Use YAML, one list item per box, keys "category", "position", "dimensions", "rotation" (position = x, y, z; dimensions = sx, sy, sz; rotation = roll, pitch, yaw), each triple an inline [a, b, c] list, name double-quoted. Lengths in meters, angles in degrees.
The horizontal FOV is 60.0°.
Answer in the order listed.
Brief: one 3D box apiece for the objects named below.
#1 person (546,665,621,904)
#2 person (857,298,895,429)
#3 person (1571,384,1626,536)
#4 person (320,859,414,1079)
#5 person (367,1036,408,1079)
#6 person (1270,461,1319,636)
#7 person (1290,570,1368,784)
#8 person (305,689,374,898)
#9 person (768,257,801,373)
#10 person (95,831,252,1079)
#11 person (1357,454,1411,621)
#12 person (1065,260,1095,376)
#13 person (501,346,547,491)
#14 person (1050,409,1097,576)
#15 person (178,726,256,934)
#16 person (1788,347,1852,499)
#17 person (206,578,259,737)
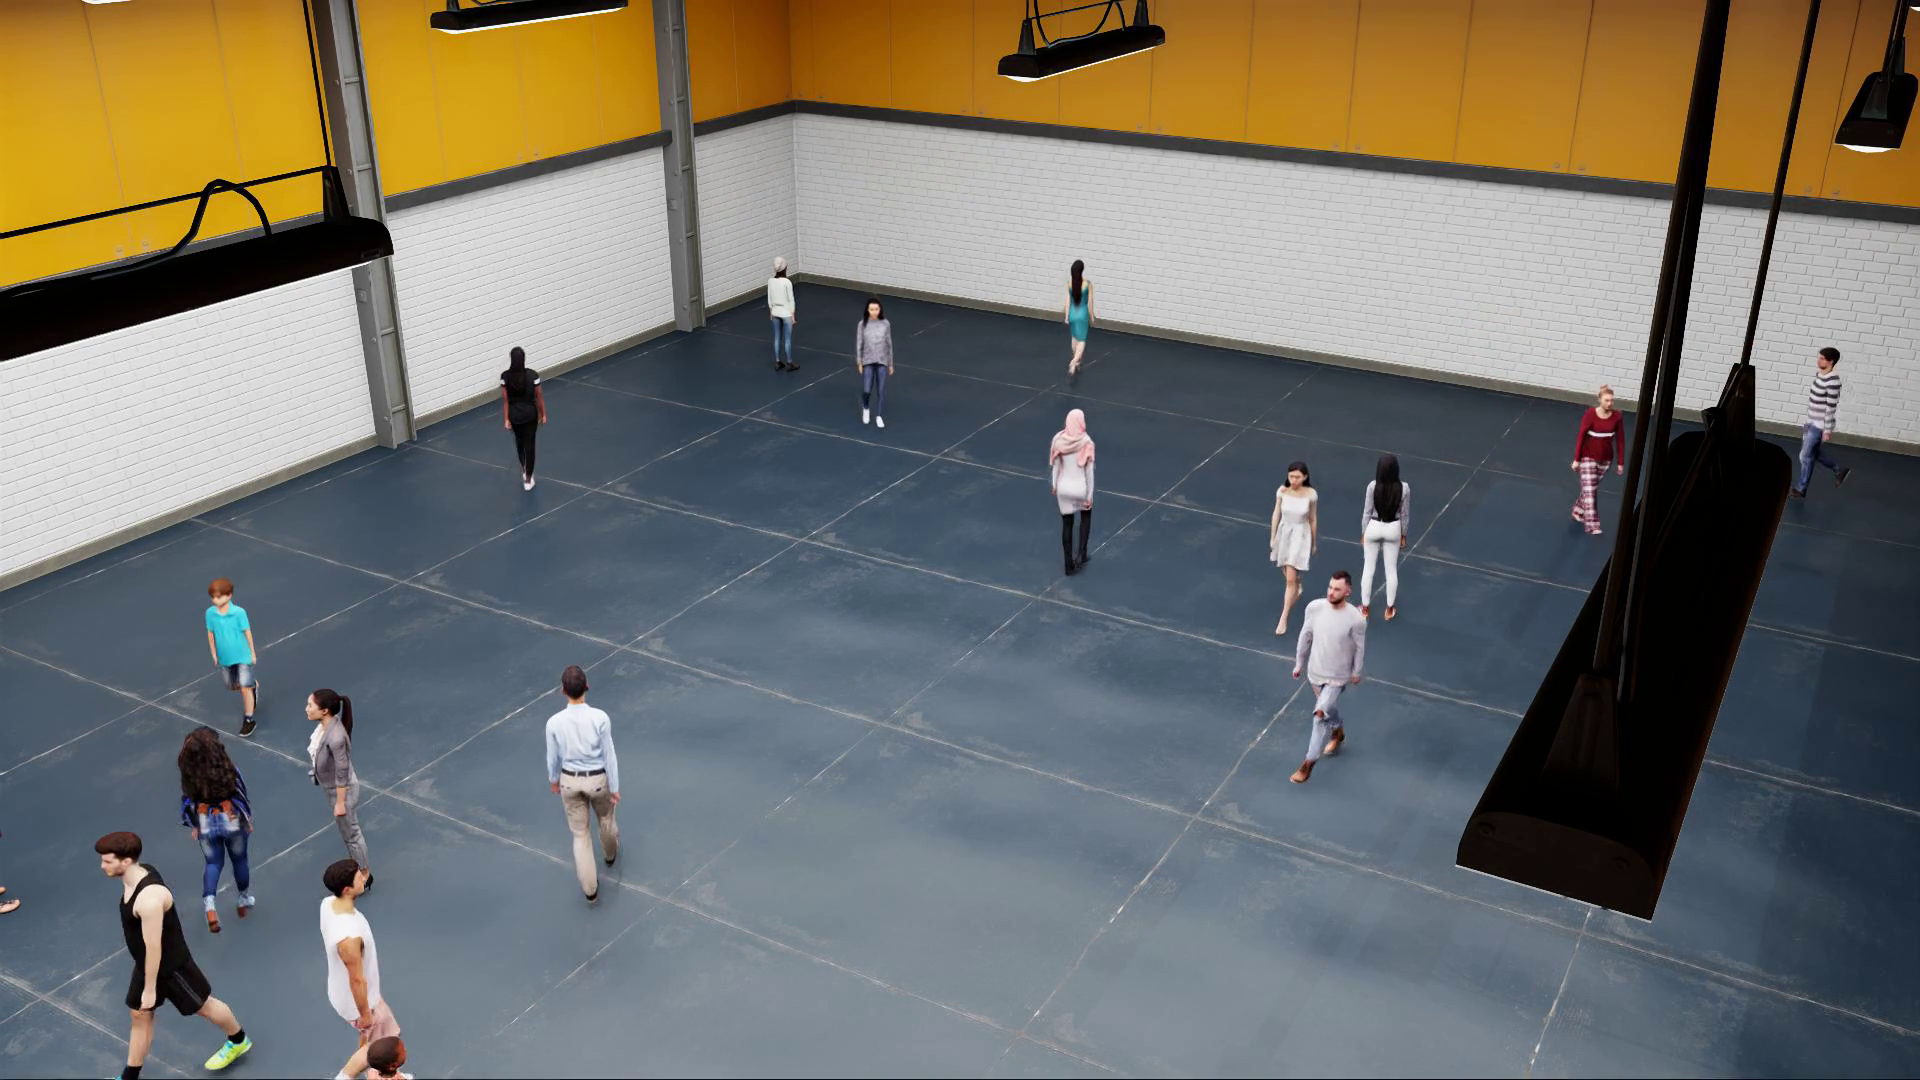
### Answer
- category: "person"
  position: [-2.731, 1.808, 12.076]
  dimensions: [1.036, 1.819, 1.147]
  rotation: [-3, 24, -7]
- category: "person"
  position: [-1.111, -2.335, 21.673]
  dimensions: [0.736, 1.722, 0.792]
  rotation: [-5, 24, -12]
- category: "person"
  position: [7.052, -0.920, 18.512]
  dimensions: [0.995, 1.663, 1.135]
  rotation: [-1, 24, -3]
- category: "person"
  position: [-3.721, 2.733, 10.016]
  dimensions: [0.972, 1.773, 0.852]
  rotation: [-15, 28, -31]
- category: "person"
  position: [-3.207, 3.333, 9.238]
  dimensions: [0.543, 1.297, 0.900]
  rotation: [16, 28, 32]
- category: "person"
  position: [3.280, 0.019, 16.269]
  dimensions: [0.683, 1.737, 1.131]
  rotation: [9, 25, 21]
- category: "person"
  position: [3.092, 1.063, 13.803]
  dimensions: [0.843, 1.800, 1.226]
  rotation: [19, 30, 37]
- category: "person"
  position: [-4.539, 1.835, 12.189]
  dimensions: [0.753, 1.678, 0.727]
  rotation: [-12, 26, -26]
- category: "person"
  position: [-2.545, -3.248, 23.851]
  dimensions: [0.567, 1.650, 0.491]
  rotation: [12, 26, 25]
- category: "person"
  position: [-4.844, 2.589, 10.272]
  dimensions: [1.269, 1.832, 0.903]
  rotation: [-20, 31, -38]
- category: "person"
  position: [4.176, -0.042, 16.427]
  dimensions: [0.658, 1.723, 0.618]
  rotation: [4, 24, 9]
- category: "person"
  position: [1.672, -3.107, 23.518]
  dimensions: [0.699, 1.659, 1.044]
  rotation: [7, 25, 15]
- category: "person"
  position: [-5.141, -1.407, 19.564]
  dimensions: [0.836, 1.711, 0.917]
  rotation: [-2, 24, -5]
- category: "person"
  position: [1.164, -0.473, 17.326]
  dimensions: [0.718, 1.792, 0.746]
  rotation: [5, 24, 12]
- category: "person"
  position: [-5.238, 2.066, 11.750]
  dimensions: [0.895, 1.607, 0.994]
  rotation: [-3, 24, -6]
- category: "person"
  position: [10.046, -1.331, 19.248]
  dimensions: [0.985, 1.824, 1.066]
  rotation: [2, 24, 4]
- category: "person"
  position: [-6.290, 0.959, 14.498]
  dimensions: [0.762, 1.434, 0.923]
  rotation: [1, 24, 1]
